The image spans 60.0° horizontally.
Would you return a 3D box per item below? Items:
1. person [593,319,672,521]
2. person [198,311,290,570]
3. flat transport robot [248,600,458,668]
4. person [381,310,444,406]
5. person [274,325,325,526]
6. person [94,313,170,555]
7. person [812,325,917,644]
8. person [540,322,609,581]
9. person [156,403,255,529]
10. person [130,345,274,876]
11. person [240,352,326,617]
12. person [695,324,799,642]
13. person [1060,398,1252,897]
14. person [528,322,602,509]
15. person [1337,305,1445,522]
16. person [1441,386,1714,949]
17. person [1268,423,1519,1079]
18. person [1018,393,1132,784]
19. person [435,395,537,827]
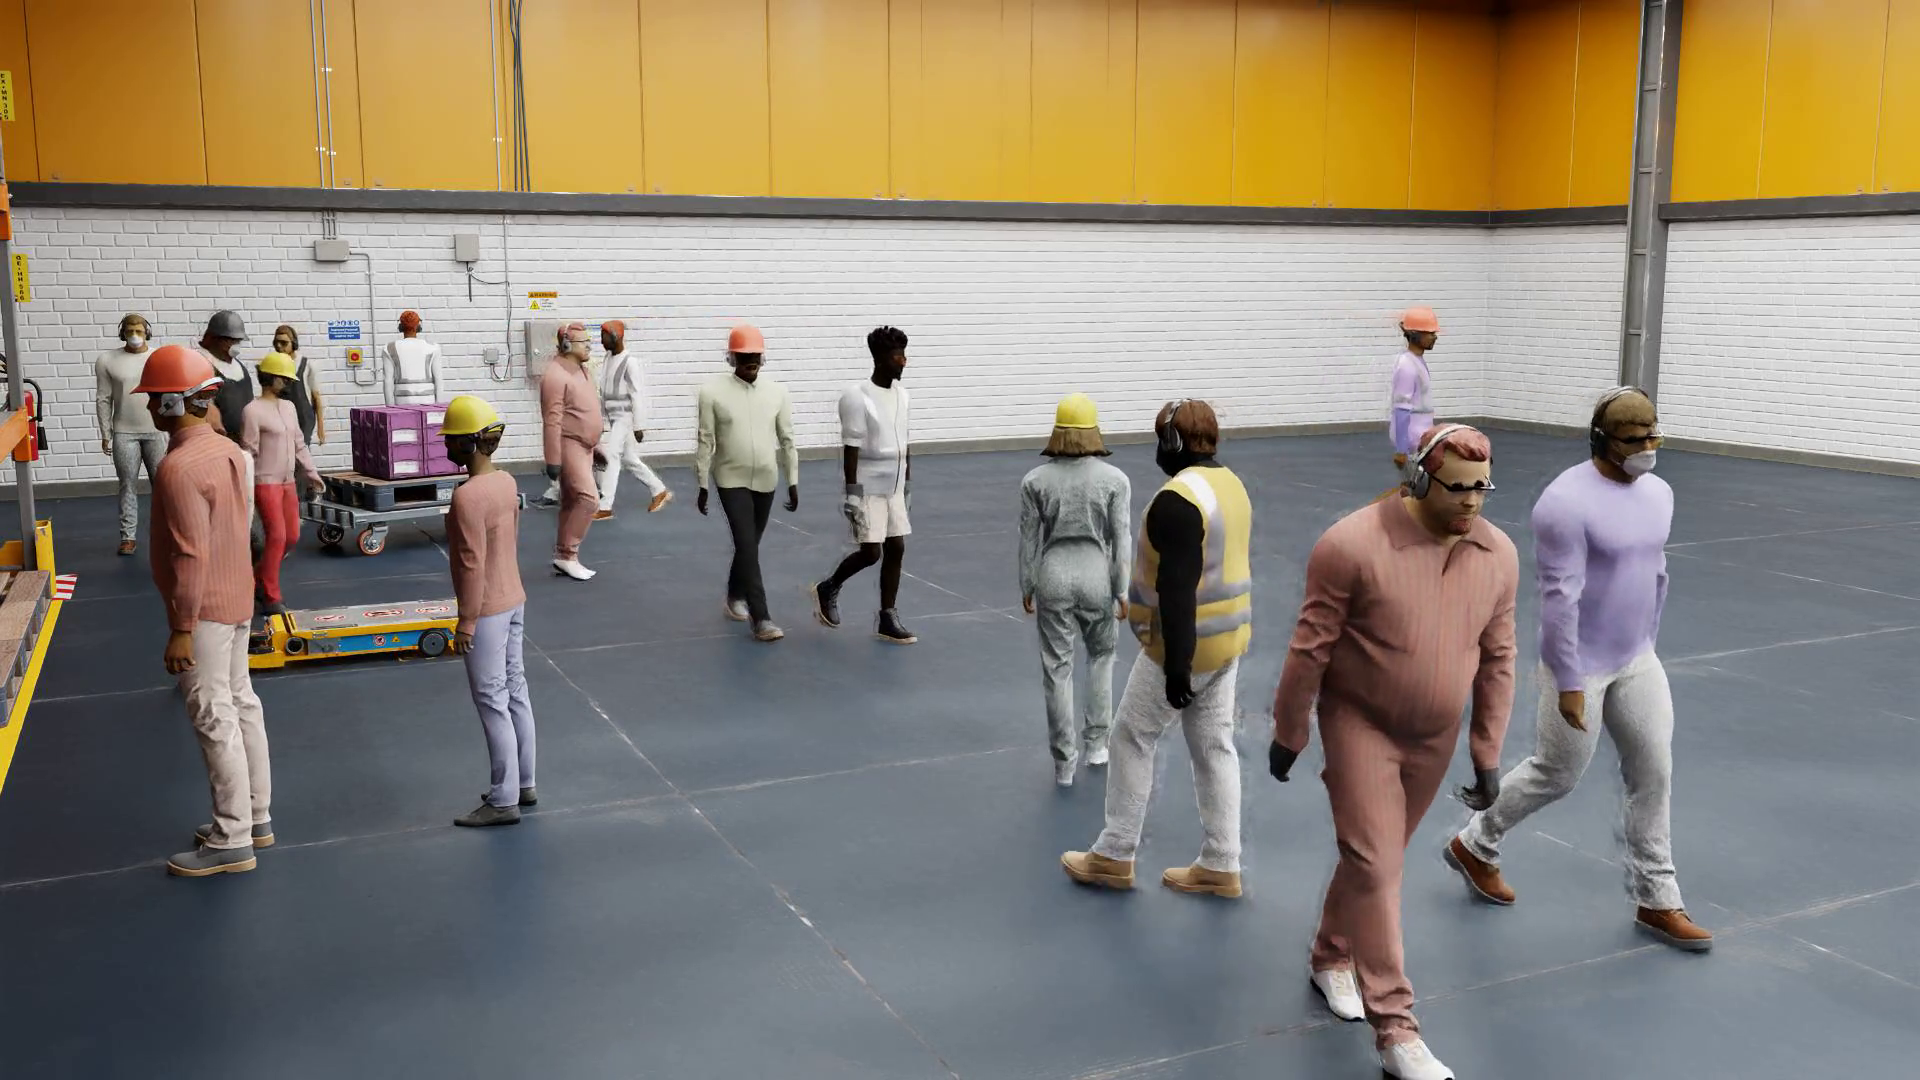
[{"bbox_3d":[-3.086,-1.122,15.378,0.927,1.854,0.571,-6,11,-32],"label":"person"},{"bbox_3d":[-5.431,-0.743,12.392,1.028,2.000,0.695,2,9,11],"label":"person"},{"bbox_3d":[-3.517,0.539,9.916,1.431,0.197,0.652,-4,10,-25],"label":"flat transport robot"},{"bbox_3d":[-5.450,-1.343,16.609,0.576,1.882,0.362,-3,10,-20],"label":"person"},{"bbox_3d":[-5.992,-1.043,15.011,0.520,1.811,0.931,0,9,1],"label":"person"},{"bbox_3d":[-6.585,-0.852,13.384,0.627,1.940,0.372,-4,10,-24],"label":"person"},{"bbox_3d":[-0.556,-0.339,10.158,0.613,1.949,0.635,7,12,37],"label":"person"},{"bbox_3d":[-2.819,-0.645,12.229,0.496,1.894,0.639,1,9,5],"label":"person"},{"bbox_3d":[-4.048,0.041,8.940,0.507,1.593,0.814,-6,11,-32],"label":"person"},{"bbox_3d":[-2.867,0.264,6.286,0.396,1.992,0.619,-1,9,-5],"label":"person"},{"bbox_3d":[-4.577,-0.375,11.047,0.547,1.738,0.544,2,9,10],"label":"person"},{"bbox_3d":[-1.336,-0.385,10.488,0.633,1.946,1.049,-5,10,-29],"label":"person"},{"bbox_3d":[0.713,0.391,6.086,0.790,1.807,0.644,5,10,29],"label":"person"},{"bbox_3d":[-3.760,-1.203,16.059,0.908,1.783,0.606,-6,11,-31],"label":"person"},{"bbox_3d":[3.397,-0.795,12.808,0.860,2.016,0.613,3,10,17],"label":"person"},{"bbox_3d":[2.137,0.408,5.709,0.635,1.908,0.891,-5,10,-29],"label":"person"},{"bbox_3d":[1.292,0.587,4.755,0.695,1.836,0.962,-4,10,-21],"label":"person"},{"bbox_3d":[0.519,0.201,7.478,0.507,1.723,0.591,1,9,7],"label":"person"},{"bbox_3d":[-1.962,0.291,6.831,0.326,1.767,0.533,1,9,5],"label":"person"}]
